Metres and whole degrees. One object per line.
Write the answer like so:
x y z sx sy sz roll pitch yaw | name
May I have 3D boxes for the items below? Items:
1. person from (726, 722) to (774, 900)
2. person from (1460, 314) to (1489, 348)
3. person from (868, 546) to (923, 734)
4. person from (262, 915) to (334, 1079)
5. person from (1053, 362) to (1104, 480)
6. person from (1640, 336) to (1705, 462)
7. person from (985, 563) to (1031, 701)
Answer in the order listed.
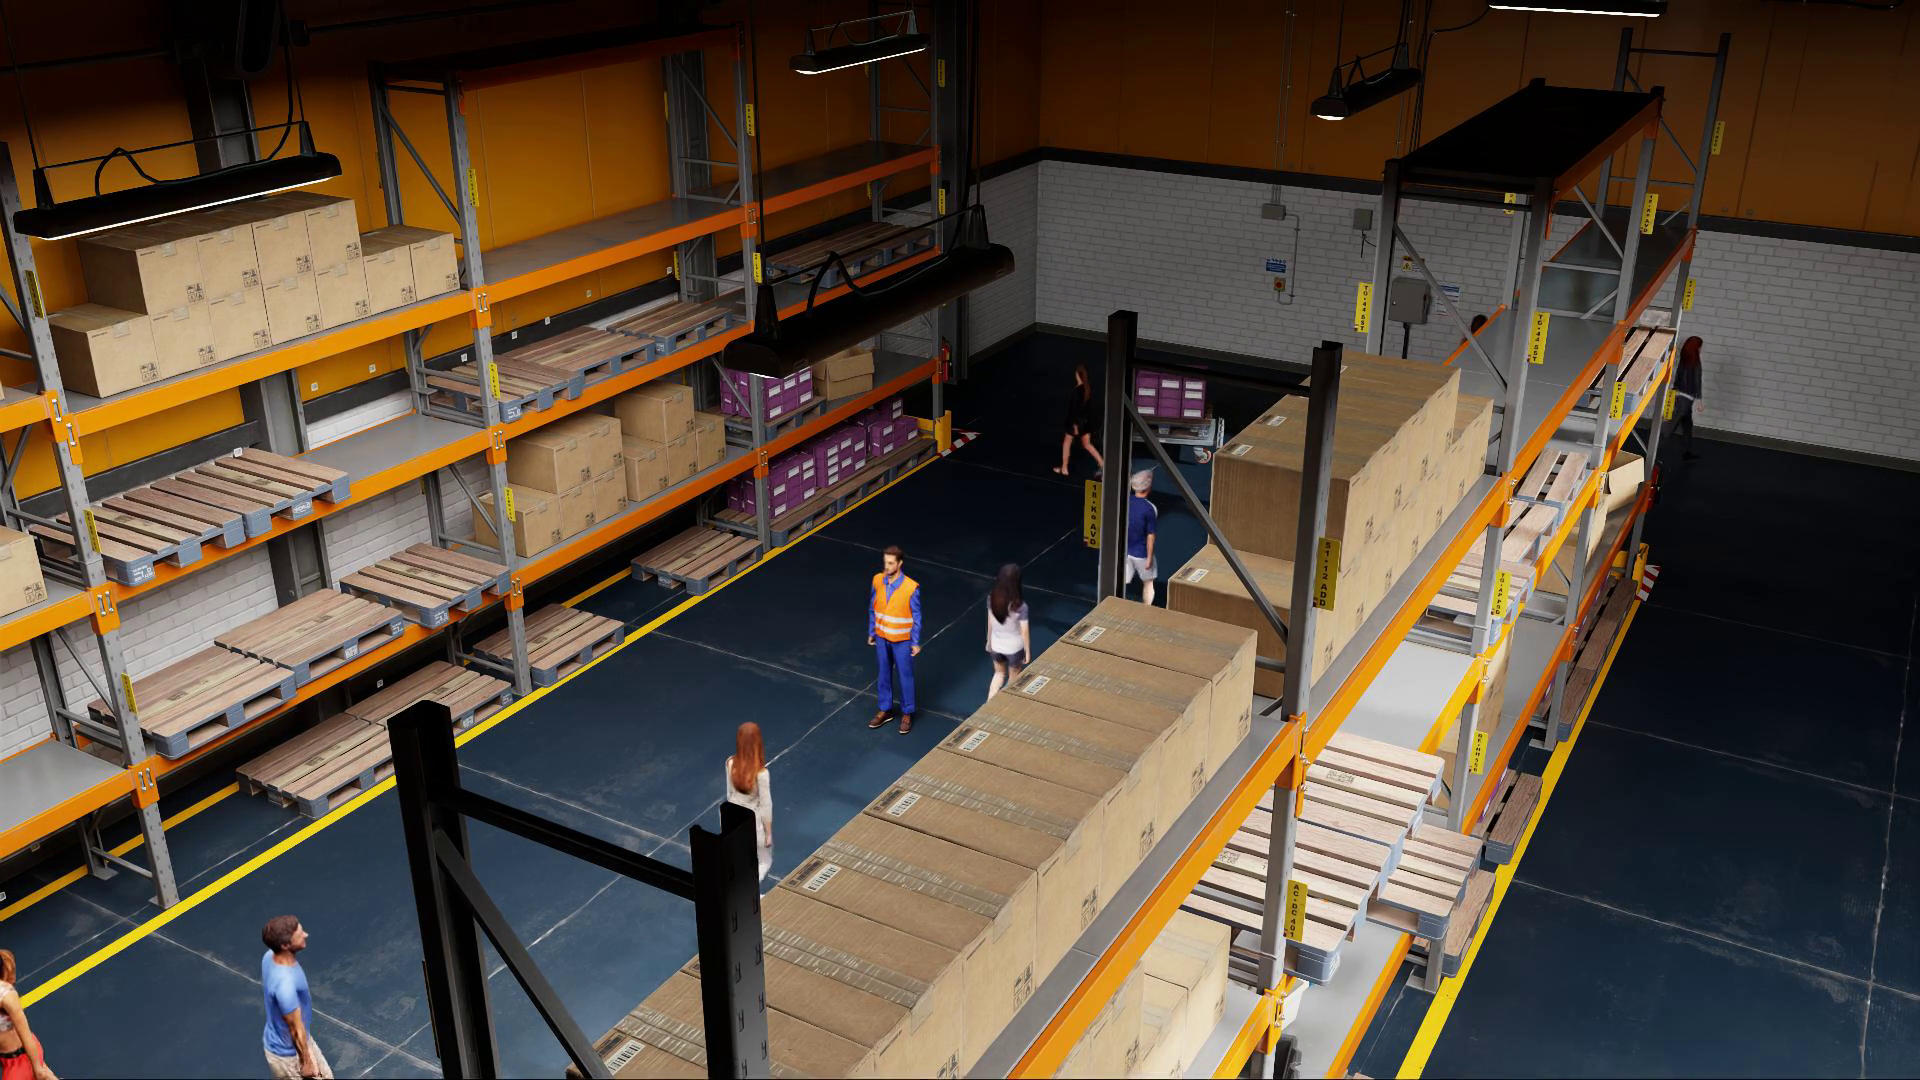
-1.671 2.216 12.717 0.599 1.692 0.784 14 27 29 | person
7.078 -2.274 22.949 0.577 1.723 0.518 14 27 29 | person
-0.609 0.906 15.498 0.711 1.864 0.635 10 25 21 | person
-4.244 3.172 10.343 1.130 1.840 0.953 -13 27 -27 | person
1.634 -1.517 21.461 0.710 1.528 0.979 18 29 35 | person
9.412 -1.786 21.805 1.079 1.744 1.133 -2 24 -5 | person
0.394 1.023 15.444 0.618 1.694 0.693 15 28 31 | person
